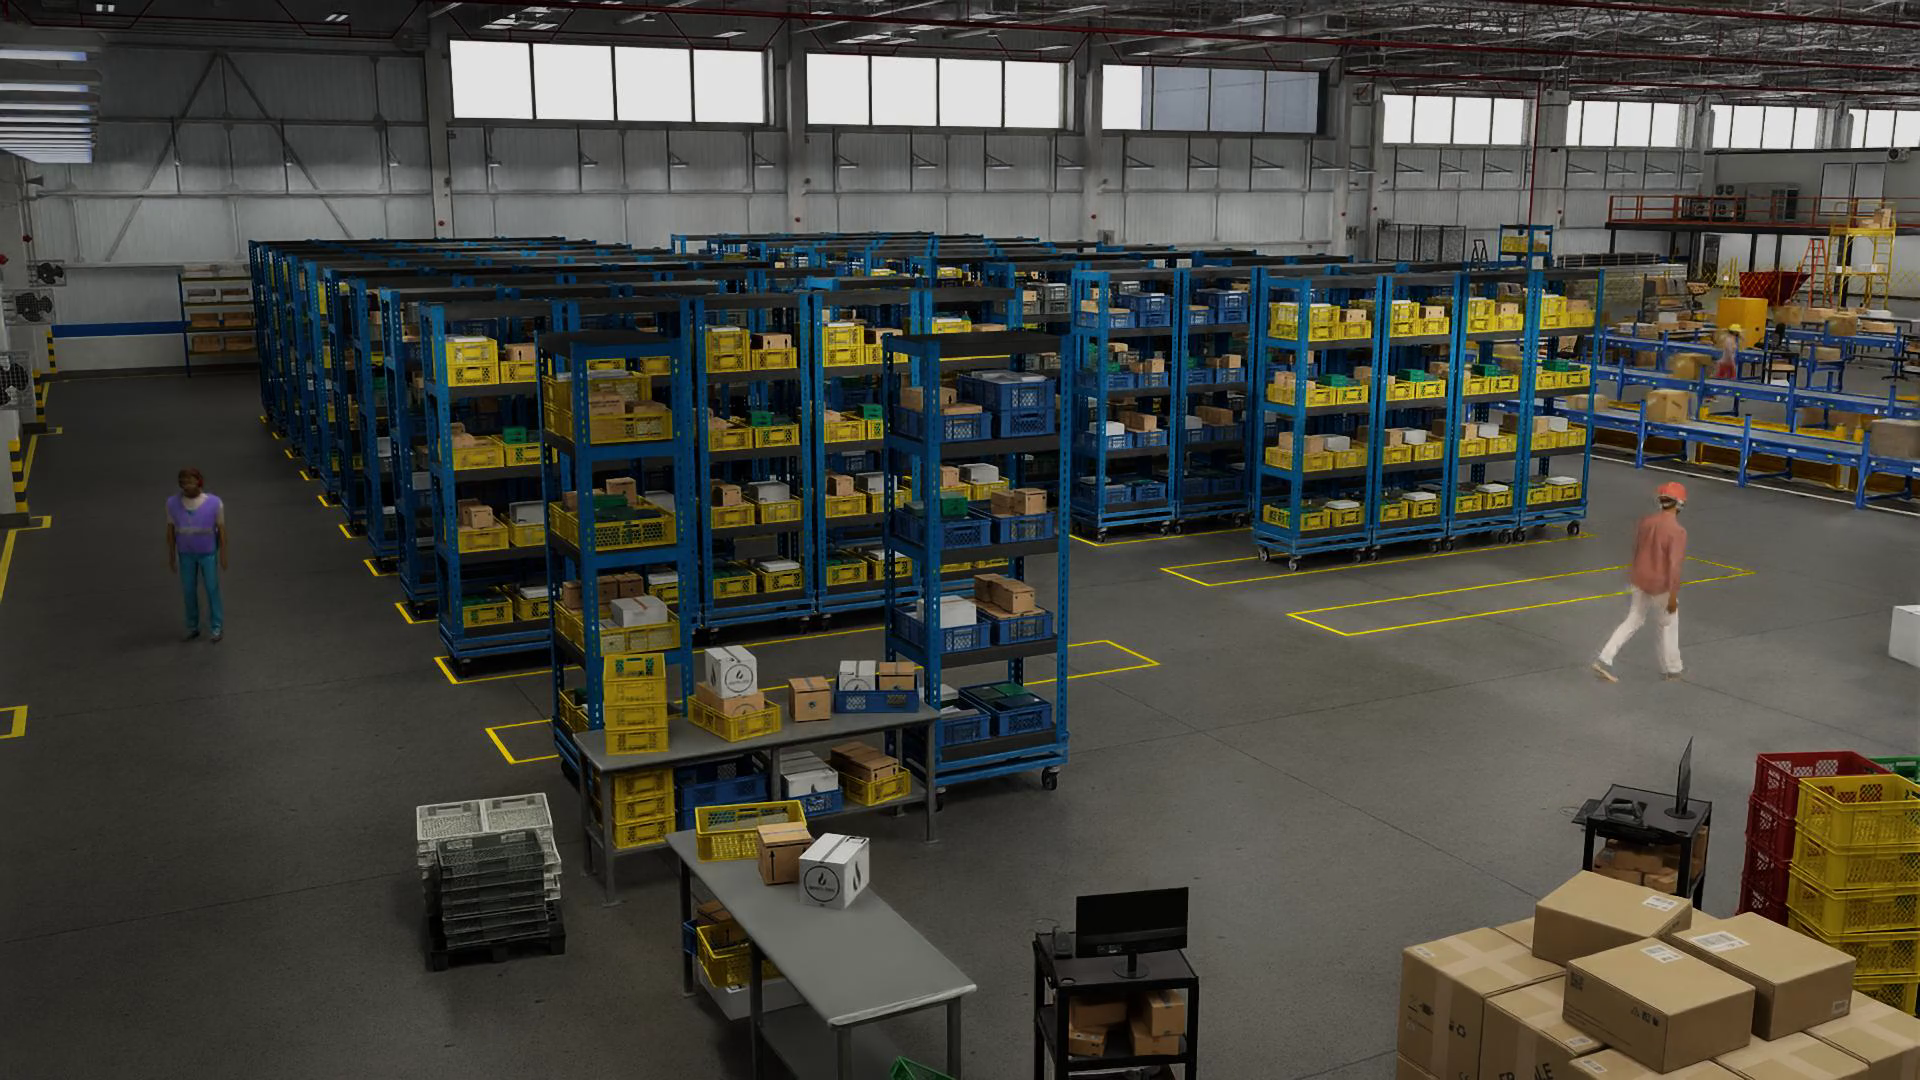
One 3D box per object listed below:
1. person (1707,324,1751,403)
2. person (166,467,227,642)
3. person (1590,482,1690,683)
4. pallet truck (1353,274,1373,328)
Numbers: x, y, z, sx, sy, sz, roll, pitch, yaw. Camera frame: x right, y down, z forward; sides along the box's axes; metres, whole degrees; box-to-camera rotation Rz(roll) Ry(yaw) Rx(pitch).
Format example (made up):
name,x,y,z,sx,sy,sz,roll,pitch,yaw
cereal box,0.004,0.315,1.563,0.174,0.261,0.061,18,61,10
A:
name,x,y,z,sx,sy,sz,roll,pitch,yaw
person,16.751,-3.814,36.091,0.908,1.722,0.545,8,15,34
person,-7.920,0.140,17.293,0.570,1.843,0.372,-1,12,-6
person,6.547,0.419,15.788,1.004,1.943,0.665,-5,13,-20
pallet truck,13.011,-8.050,55.243,0.823,1.965,1.885,-7,14,-28
